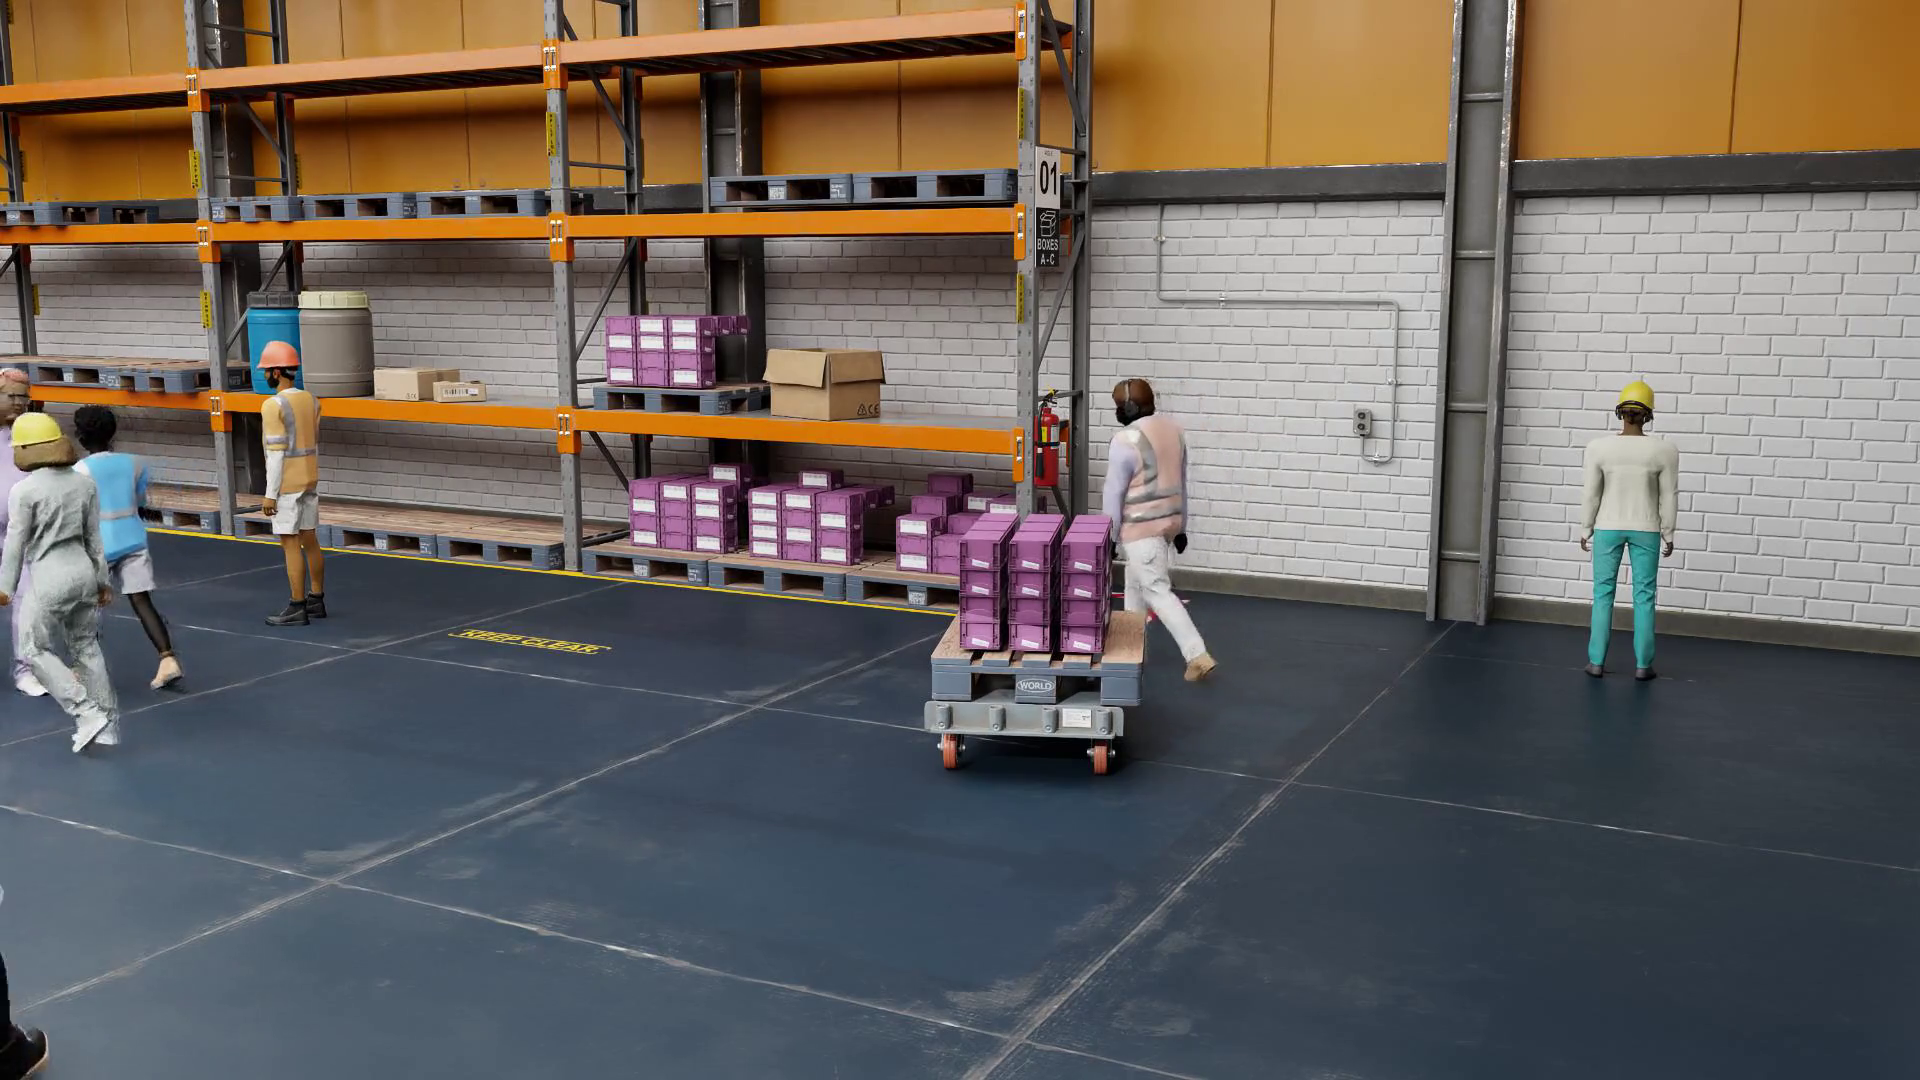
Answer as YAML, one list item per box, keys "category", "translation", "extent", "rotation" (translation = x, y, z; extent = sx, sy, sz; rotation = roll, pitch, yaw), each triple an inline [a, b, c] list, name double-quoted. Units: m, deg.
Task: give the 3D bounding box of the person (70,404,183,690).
- category: "person"
  translation: [-4.843, 0.045, 9.550]
  extent: [0.856, 1.661, 0.533]
  rotation: [6, 11, 31]

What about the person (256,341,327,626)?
- category: "person"
  translation: [-4.562, -0.382, 11.317]
  extent: [0.352, 1.940, 0.545]
  rotation: [2, 9, 10]

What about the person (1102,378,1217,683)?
- category: "person"
  translation: [1.171, -0.058, 9.816]
  extent: [0.919, 1.796, 0.631]
  rotation: [7, 12, 37]

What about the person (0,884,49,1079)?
- category: "person"
  translation: [-2.855, 0.743, 4.454]
  extent: [0.604, 1.921, 1.004]
  rotation: [-1, 9, -9]

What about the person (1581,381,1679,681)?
- category: "person"
  translation: [3.934, -0.050, 9.803]
  extent: [0.533, 1.768, 0.310]
  rotation: [4, 10, 21]

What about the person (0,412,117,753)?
- category: "person"
  translation: [-4.436, 0.226, 8.237]
  extent: [0.457, 1.722, 0.499]
  rotation: [3, 10, 16]

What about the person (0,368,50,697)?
- category: "person"
  translation: [-5.522, -0.057, 9.547]
  extent: [0.779, 1.870, 0.687]
  rotation: [9, 13, 43]
